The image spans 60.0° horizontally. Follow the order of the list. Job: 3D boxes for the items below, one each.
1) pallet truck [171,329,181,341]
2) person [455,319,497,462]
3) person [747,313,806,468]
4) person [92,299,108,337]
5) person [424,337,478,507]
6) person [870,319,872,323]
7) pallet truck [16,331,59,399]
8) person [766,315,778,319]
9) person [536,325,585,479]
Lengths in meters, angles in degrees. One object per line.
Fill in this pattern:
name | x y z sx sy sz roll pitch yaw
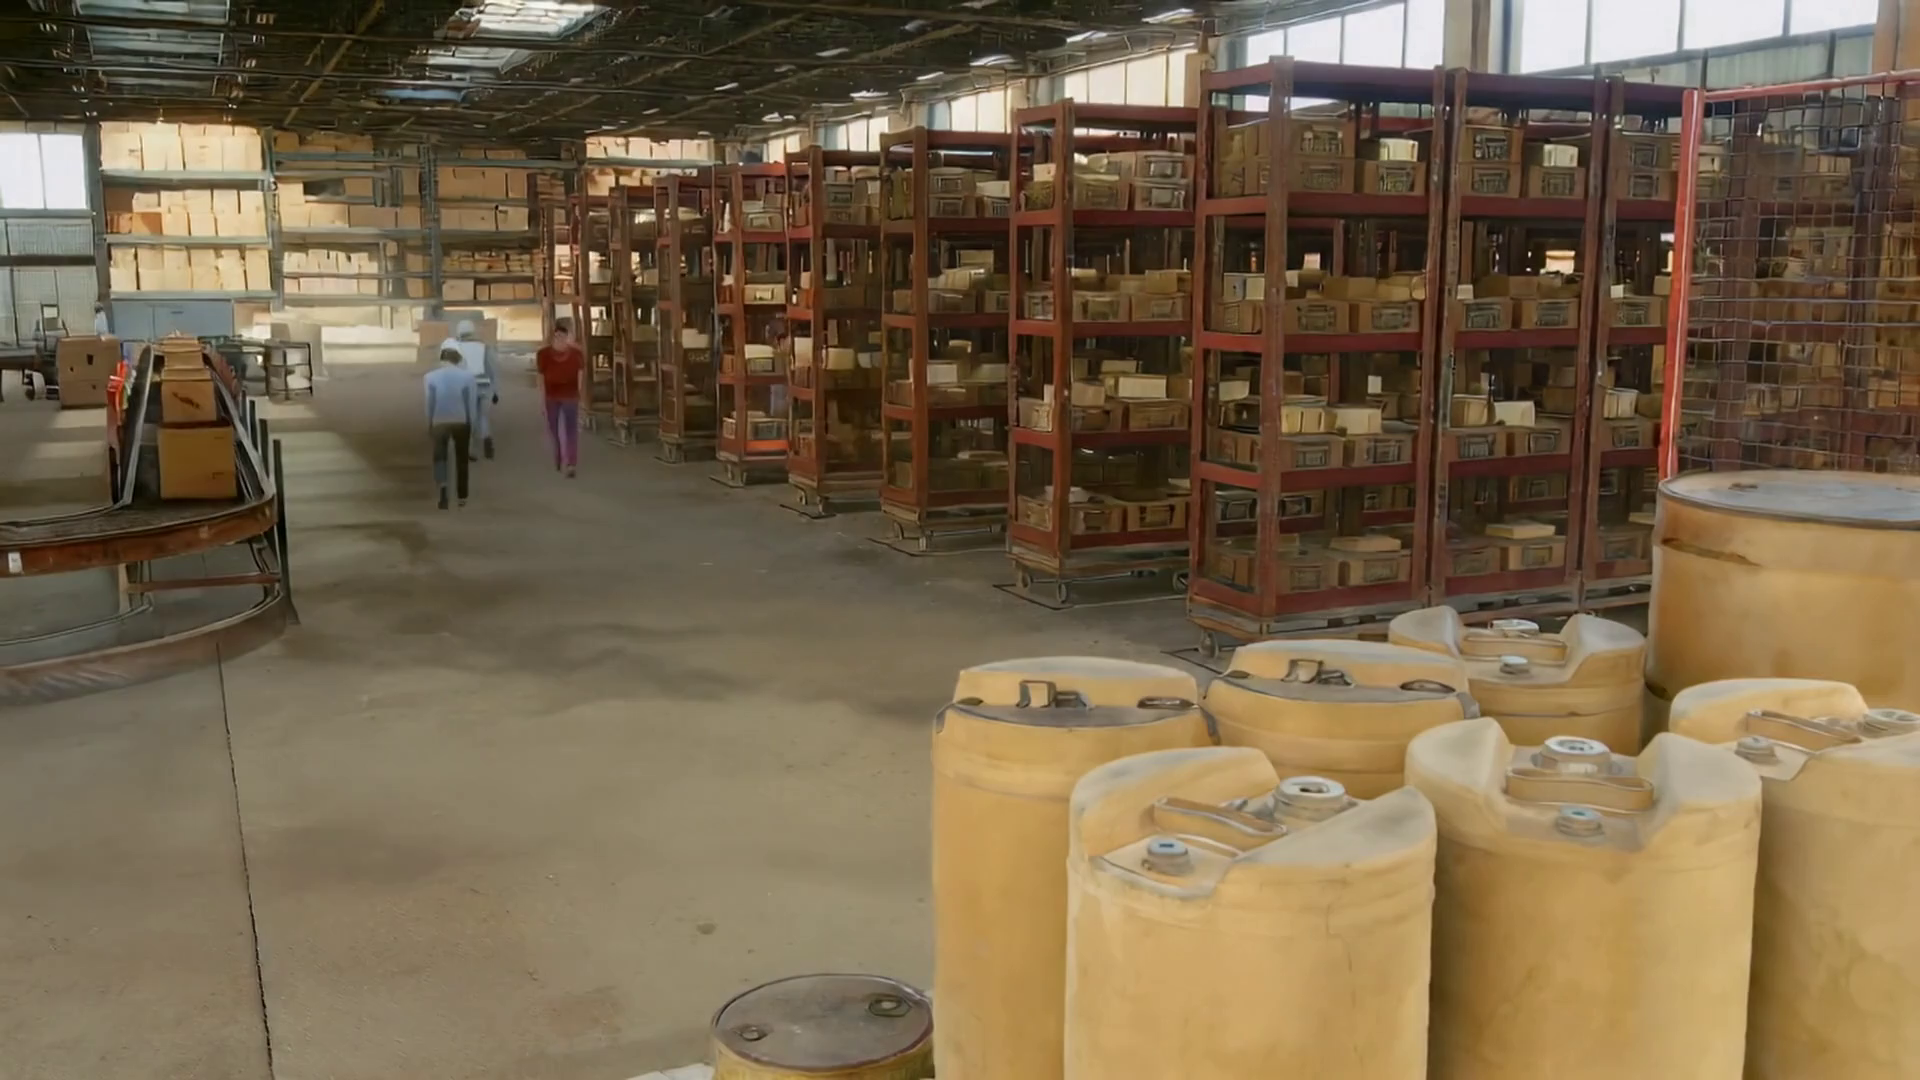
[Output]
pallet truck | -17.275 -3.851 35.096 1.601 1.201 0.680 0 9 1
person | -6.163 -1.879 21.019 0.621 1.818 0.483 -6 11 -34
person | -2.168 -1.869 20.409 1.016 2.003 0.616 -6 11 -34
person | -21.068 -5.055 40.968 0.755 1.744 0.530 -5 10 -28
person | -5.161 -1.180 16.877 0.533 1.755 0.521 -2 9 -13
person | -2.954 -7.253 54.166 0.400 1.908 0.721 -2 9 -10
pallet truck | -17.082 -3.353 31.781 1.630 1.274 0.653 -4 10 -25
person | -4.658 -5.046 41.370 0.529 1.595 0.847 2 9 15
person | -4.691 -1.630 19.588 0.567 1.805 0.987 -2 9 -13
